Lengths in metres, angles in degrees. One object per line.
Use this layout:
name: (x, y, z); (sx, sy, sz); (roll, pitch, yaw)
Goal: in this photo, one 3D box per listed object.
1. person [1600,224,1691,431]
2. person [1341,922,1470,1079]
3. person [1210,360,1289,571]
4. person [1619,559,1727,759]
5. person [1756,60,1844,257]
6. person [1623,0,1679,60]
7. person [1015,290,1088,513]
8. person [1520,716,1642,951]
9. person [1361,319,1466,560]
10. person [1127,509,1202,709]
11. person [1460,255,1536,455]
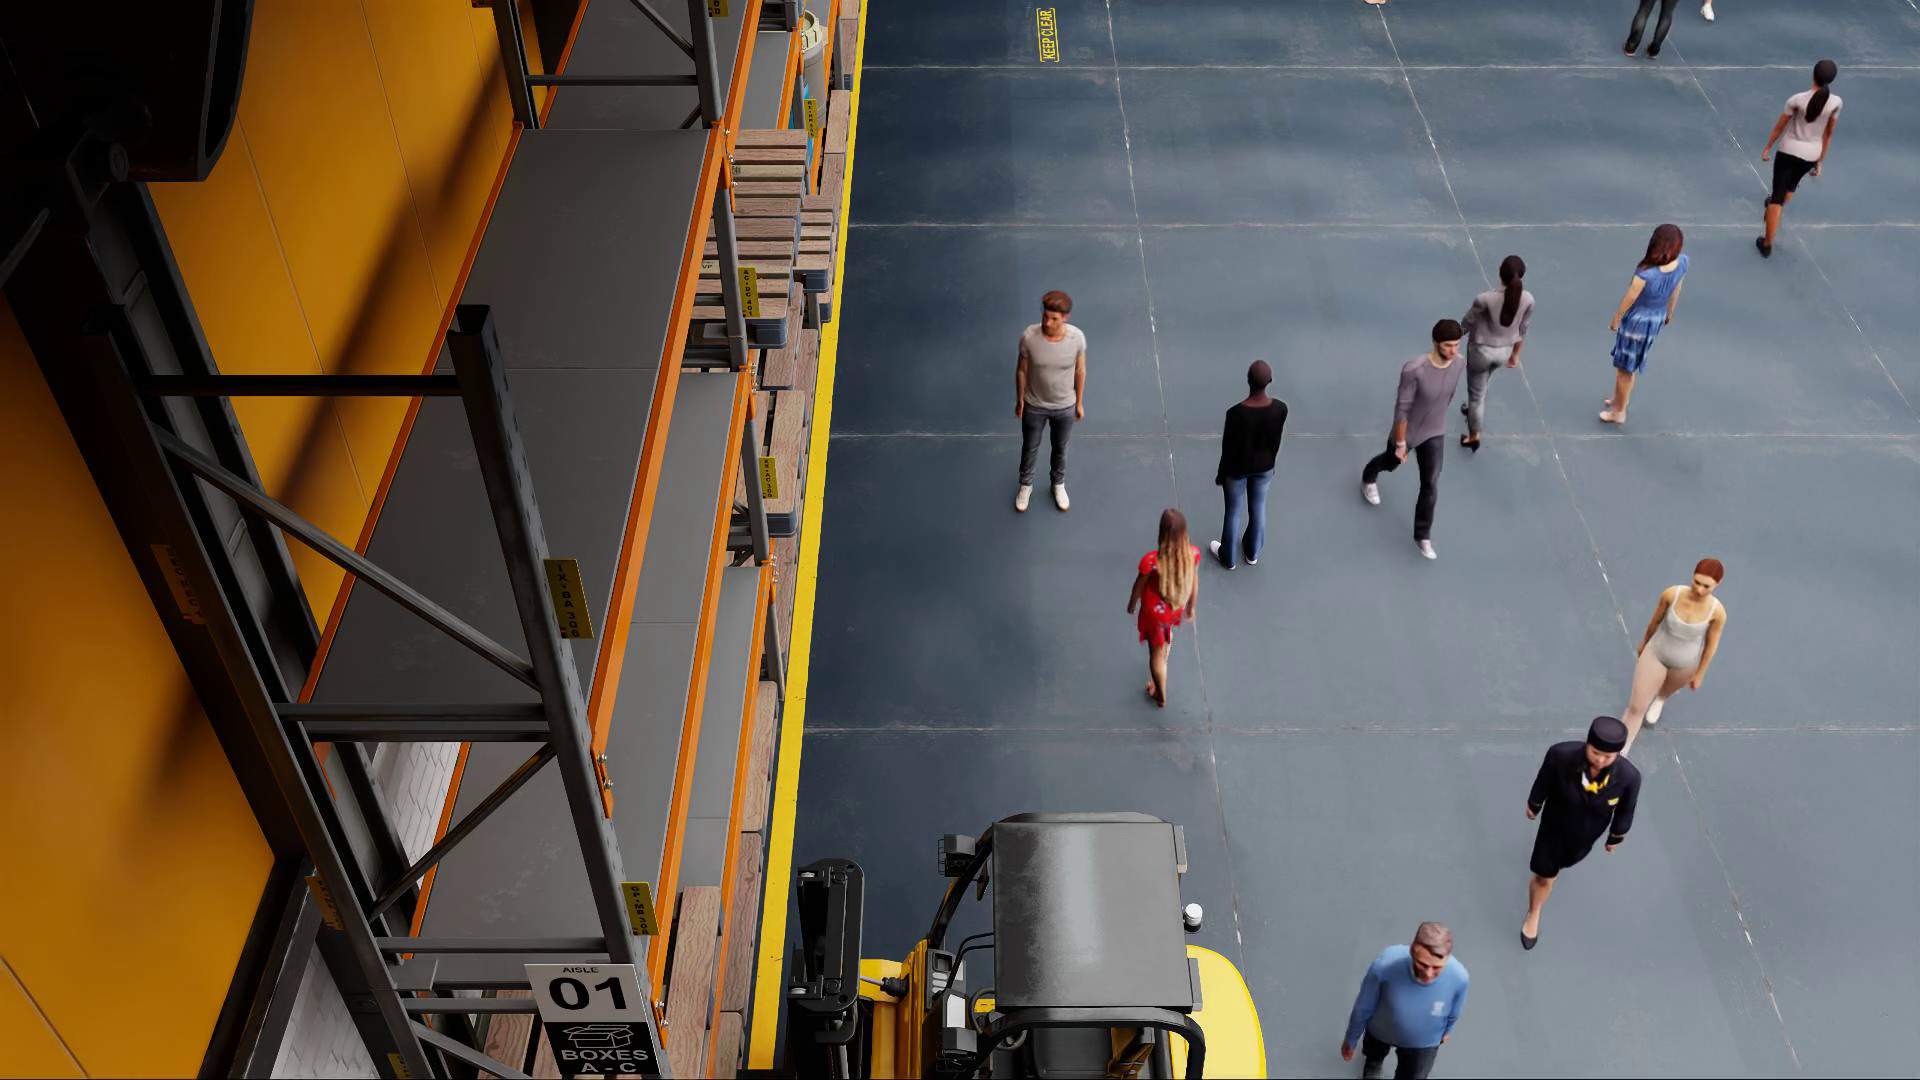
person: (5.200, -1.550, 12.567); (0.810, 1.796, 0.859); (-20, 47, -20)
person: (2.242, 2.398, 8.440); (0.880, 1.772, 1.211); (11, 45, 11)
person: (1.998, -0.503, 11.502); (0.634, 1.749, 0.596); (-8, 44, -9)
person: (4.455, 0.696, 10.350); (0.906, 1.601, 1.119); (23, 48, 22)
person: (7.272, -3.267, 14.431); (0.705, 1.710, 1.081); (6, 44, 6)
person: (7.269, -5.797, 17.020); (0.667, 1.803, 0.609); (5, 44, 5)
person: (0.642, -1.011, 11.929); (0.643, 1.894, 0.542); (-1, 44, -1)
person: (3.487, 1.555, 9.417); (0.954, 1.645, 1.156); (16, 46, 16)
person: (3.190, -0.829, 11.798); (0.868, 1.812, 1.243); (-10, 45, -11)
person: (1.321, 0.495, 10.578); (0.683, 1.579, 0.766); (-16, 46, -17)
person: (3.980, -1.329, 12.438); (0.697, 1.654, 0.844); (-7, 44, -7)
